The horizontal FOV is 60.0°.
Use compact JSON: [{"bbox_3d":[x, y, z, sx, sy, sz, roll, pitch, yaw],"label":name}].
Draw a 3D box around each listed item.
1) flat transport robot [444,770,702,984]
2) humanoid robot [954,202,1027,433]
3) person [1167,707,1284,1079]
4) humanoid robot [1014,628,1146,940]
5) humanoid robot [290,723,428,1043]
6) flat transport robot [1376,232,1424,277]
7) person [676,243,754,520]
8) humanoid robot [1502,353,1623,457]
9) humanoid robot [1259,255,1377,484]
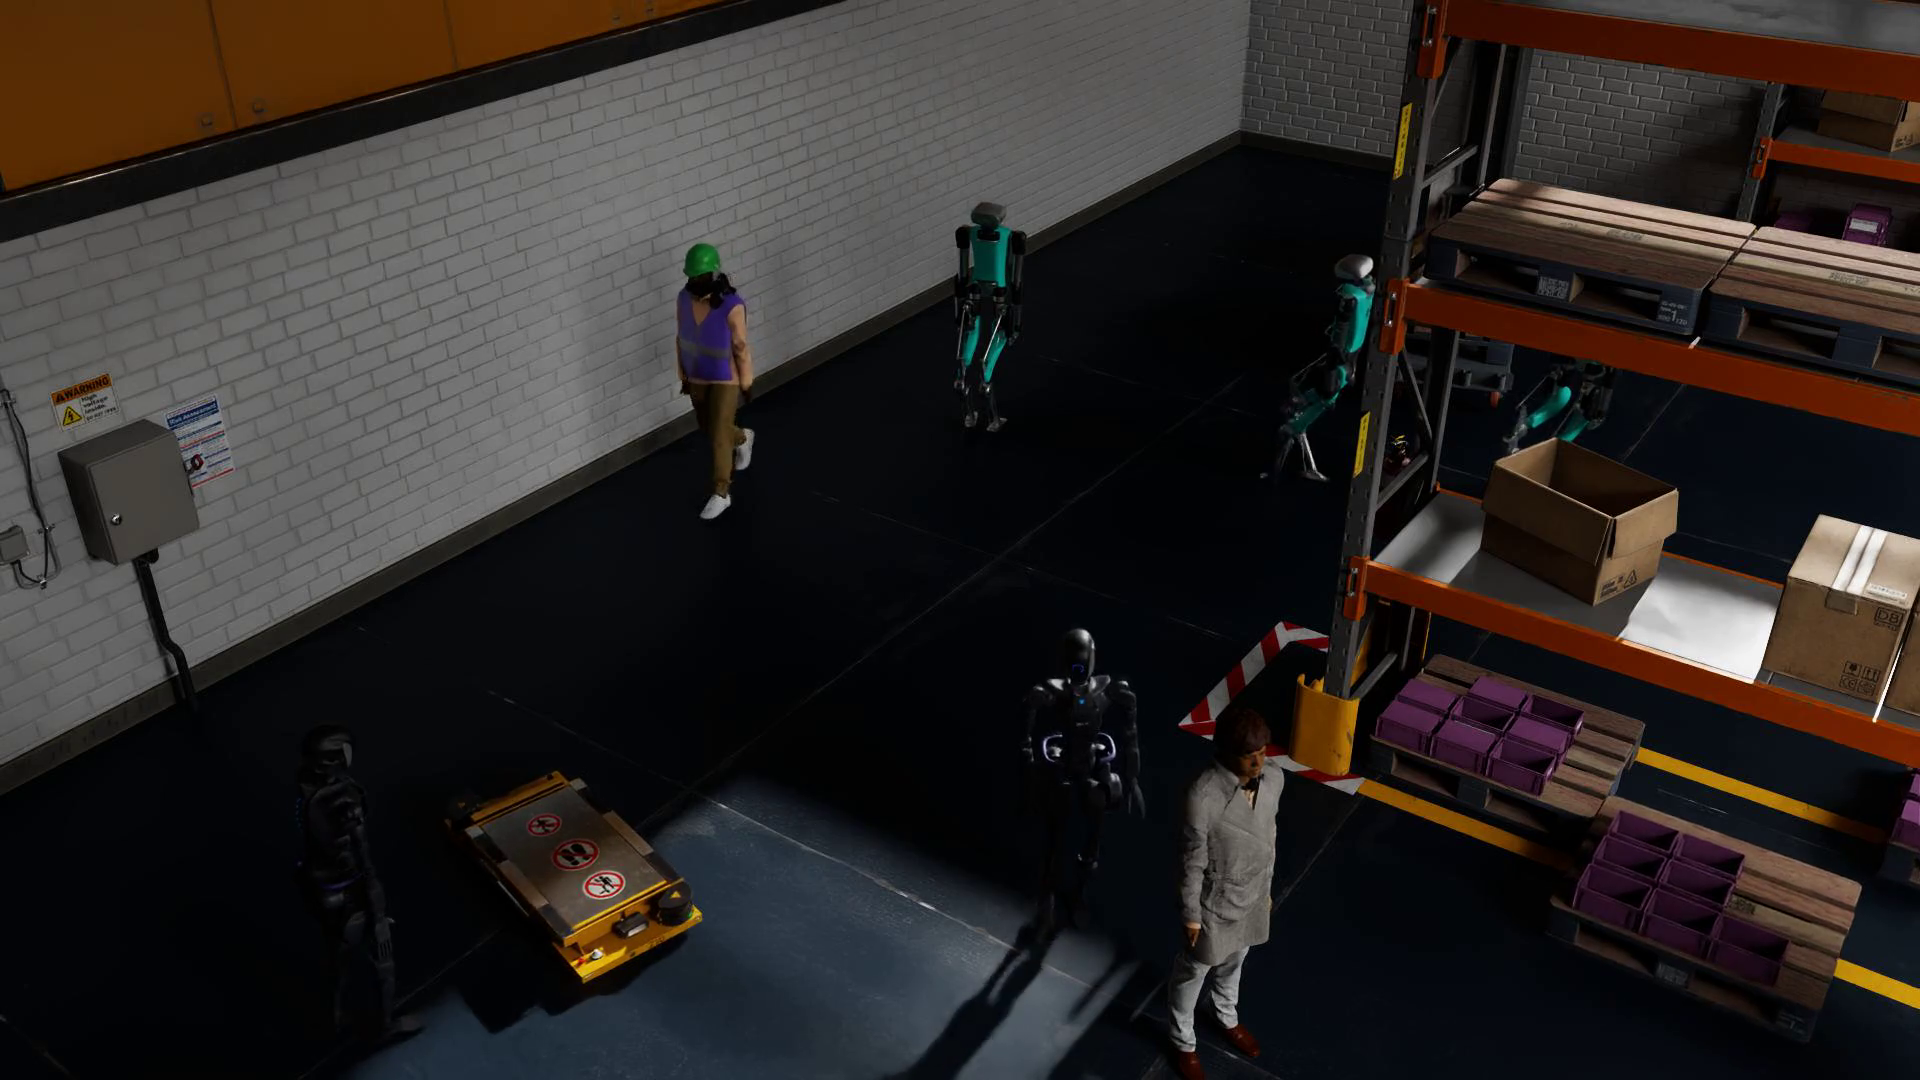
[{"bbox_3d":[-1.945,1.607,8.252,0.659,0.231,1.431,-23,37,-34],"label":"flat transport robot"},{"bbox_3d":[0.157,-1.573,12.190,0.530,1.694,0.707,9,31,15],"label":"humanoid robot"},{"bbox_3d":[1.107,1.473,6.923,0.503,1.832,0.366,-17,34,-27],"label":"person"},{"bbox_3d":[0.560,1.136,7.655,0.614,1.655,0.370,-2,30,-4],"label":"humanoid robot"},{"bbox_3d":[-2.642,1.484,7.061,0.612,1.648,0.390,26,39,37],"label":"humanoid robot"},{"bbox_3d":[4.582,-2.354,15.124,0.659,0.231,1.431,-25,38,-36],"label":"flat transport robot"},{"bbox_3d":[-1.656,-1.162,11.427,0.550,1.904,0.820,14,33,23],"label":"person"},{"bbox_3d":[4.019,-0.915,11.212,1.062,1.764,0.546,-18,35,-28],"label":"humanoid robot"},{"bbox_3d":[2.440,-1.119,11.624,0.768,1.899,0.550,17,34,27],"label":"humanoid robot"}]
